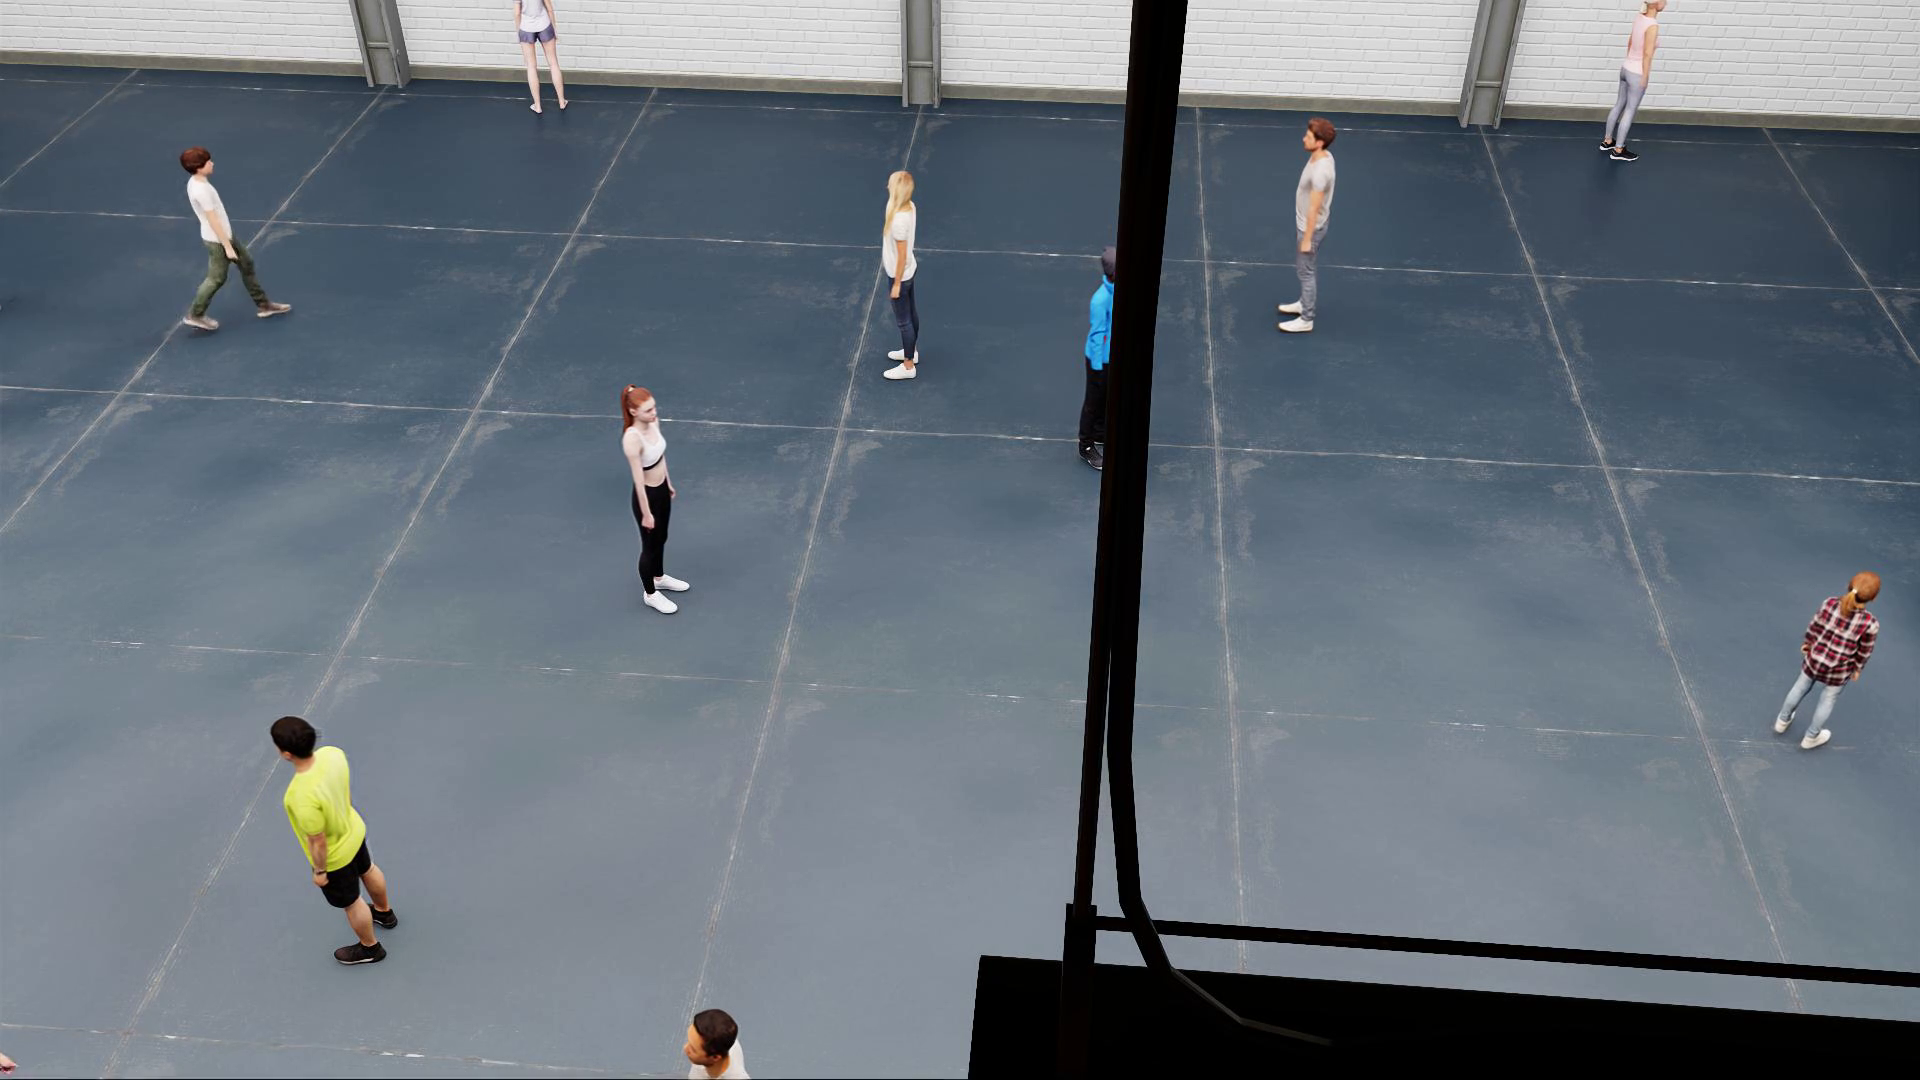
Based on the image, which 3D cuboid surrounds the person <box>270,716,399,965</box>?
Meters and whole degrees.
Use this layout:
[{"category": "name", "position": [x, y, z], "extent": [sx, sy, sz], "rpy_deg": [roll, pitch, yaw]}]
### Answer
[{"category": "person", "position": [-3.328, 1.586, 8.864], "extent": [0.497, 1.707, 0.618], "rpy_deg": [3, 39, 4]}]

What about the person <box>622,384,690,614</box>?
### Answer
[{"category": "person", "position": [-2.080, -0.291, 11.188], "extent": [0.551, 1.742, 0.618], "rpy_deg": [9, 39, 11]}]

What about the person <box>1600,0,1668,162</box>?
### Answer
[{"category": "person", "position": [6.783, -4.701, 16.723], "extent": [0.568, 1.726, 0.596], "rpy_deg": [-3, 39, -4]}]

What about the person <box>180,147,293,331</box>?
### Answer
[{"category": "person", "position": [-6.349, -2.506, 14.059], "extent": [1.175, 1.620, 0.938], "rpy_deg": [-16, 41, -19]}]

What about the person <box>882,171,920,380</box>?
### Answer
[{"category": "person", "position": [-0.461, -2.148, 13.459], "extent": [0.484, 1.809, 0.604], "rpy_deg": [4, 39, 5]}]

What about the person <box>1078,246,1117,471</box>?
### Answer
[{"category": "person", "position": [1.090, -1.401, 12.537], "extent": [0.699, 1.792, 0.696], "rpy_deg": [23, 44, 26]}]

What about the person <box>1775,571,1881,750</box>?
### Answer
[{"category": "person", "position": [5.374, 0.731, 10.261], "extent": [0.659, 1.301, 0.603], "rpy_deg": [-27, 46, -29]}]

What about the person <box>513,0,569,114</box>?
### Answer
[{"category": "person", "position": [-4.487, -5.396, 17.561], "extent": [0.619, 1.766, 0.725], "rpy_deg": [-14, 41, -16]}]

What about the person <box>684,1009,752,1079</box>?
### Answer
[{"category": "person", "position": [-1.021, 2.672, 7.421], "extent": [0.732, 1.812, 0.730], "rpy_deg": [-17, 42, -20]}]

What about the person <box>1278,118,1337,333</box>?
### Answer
[{"category": "person", "position": [2.970, -2.655, 14.027], "extent": [0.548, 1.892, 0.652], "rpy_deg": [6, 39, 7]}]
